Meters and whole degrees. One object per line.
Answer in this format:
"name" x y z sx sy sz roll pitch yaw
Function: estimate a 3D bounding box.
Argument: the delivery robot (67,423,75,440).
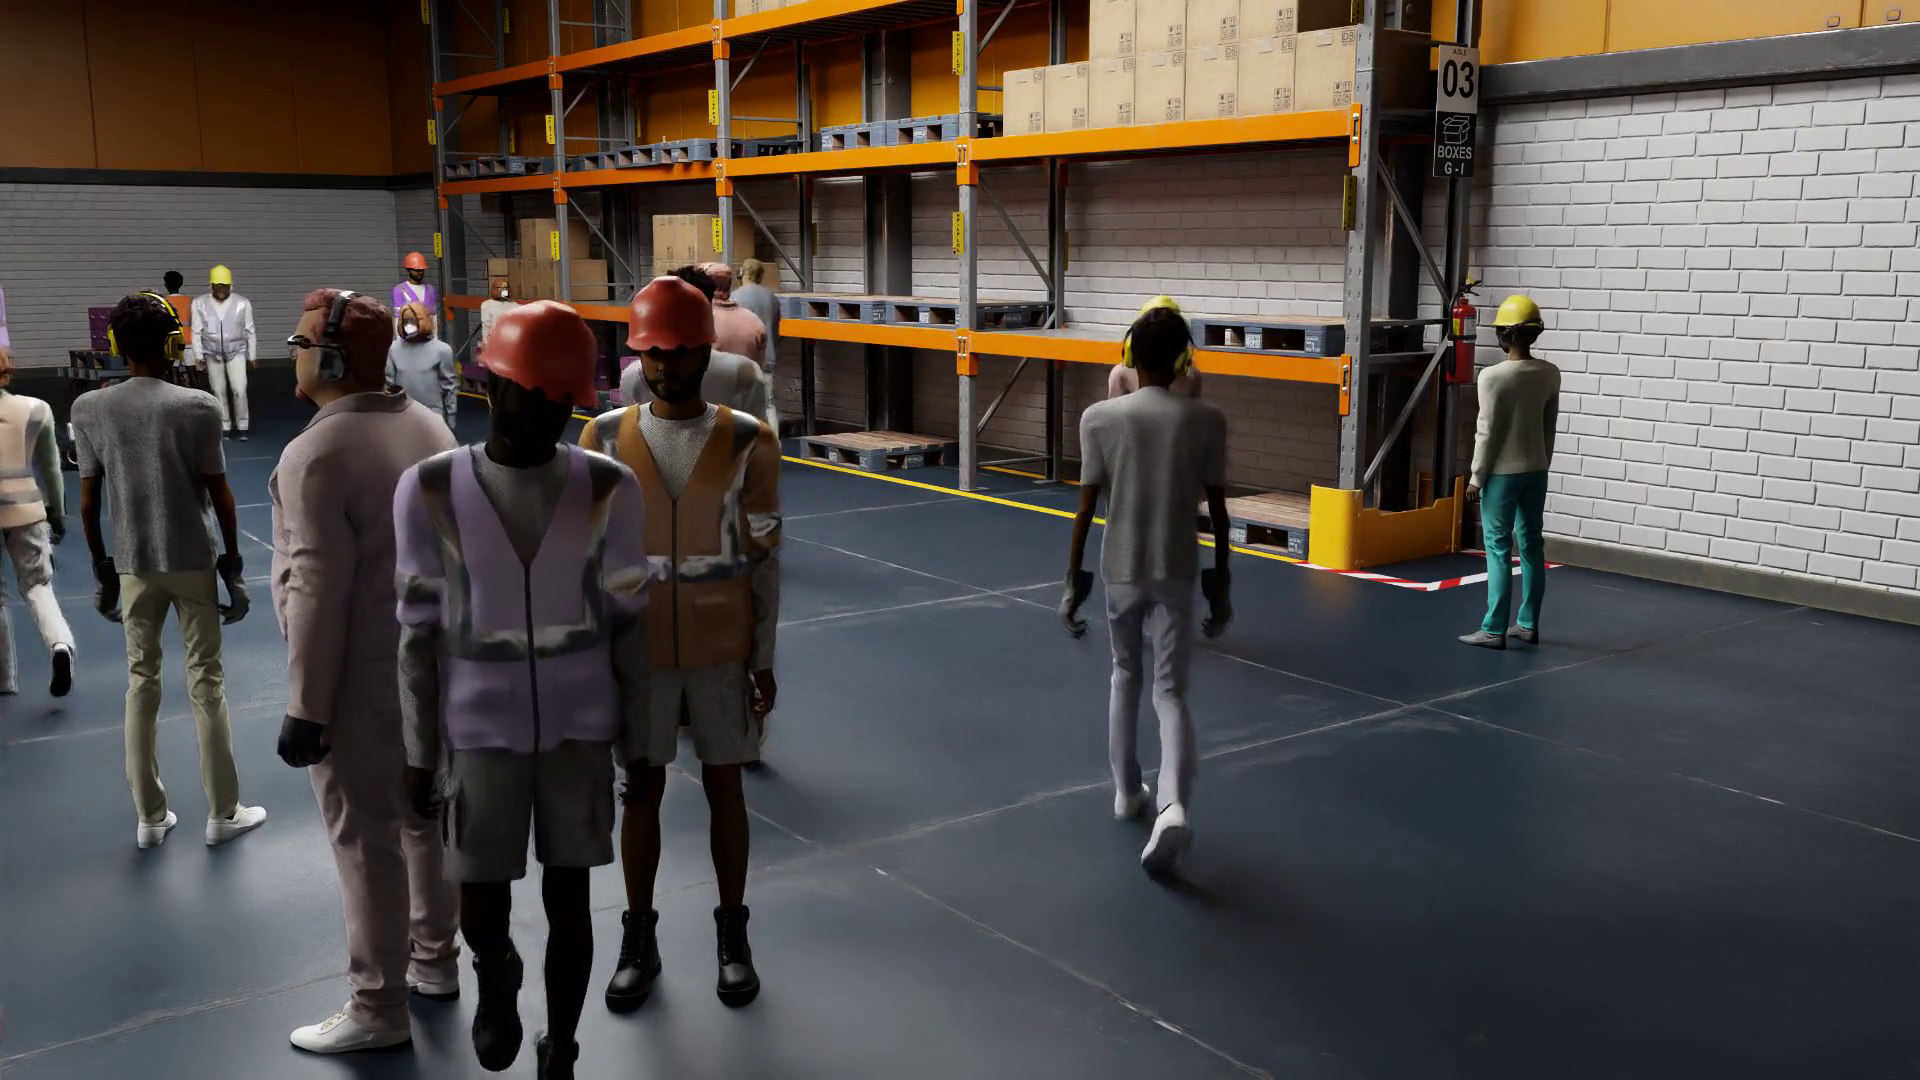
"delivery robot" -7.640 -0.969 15.015 0.707 0.478 0.477 0 10 -2

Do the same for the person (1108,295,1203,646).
"person" 0.973 -0.324 8.272 0.523 1.769 0.322 -4 11 -22

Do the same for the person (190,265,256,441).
"person" -7.501 -1.887 16.944 0.600 1.799 0.732 -4 11 -19

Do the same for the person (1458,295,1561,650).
"person" 2.751 -0.332 8.320 0.525 1.769 0.315 -5 11 -28

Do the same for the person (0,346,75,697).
"person" -4.178 -0.073 7.296 0.520 1.616 0.645 -10 14 -43

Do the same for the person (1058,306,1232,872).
"person" 0.622 0.142 5.539 0.581 1.825 0.884 2 10 8

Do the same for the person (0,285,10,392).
"person" -9.336 -1.831 15.961 0.383 2.036 0.605 -6 12 -29

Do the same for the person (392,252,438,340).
"person" -6.090 -2.265 18.714 0.411 1.929 0.547 8 13 36

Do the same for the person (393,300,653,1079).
"person" -0.973 0.414 3.757 0.548 1.906 0.509 -3 11 -18

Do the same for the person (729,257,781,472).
"person" -1.787 -1.548 14.754 0.570 1.896 0.647 9 14 41

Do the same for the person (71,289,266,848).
"person" -2.648 0.106 5.574 0.509 1.872 0.328 -1 10 -5

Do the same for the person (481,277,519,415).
"person" -5.406 -2.282 19.637 0.497 1.629 0.277 -9 13 -41

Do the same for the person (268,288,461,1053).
"person" -1.509 0.330 4.204 0.408 1.913 0.644 2 10 11

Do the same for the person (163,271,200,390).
"person" -9.291 -2.340 19.761 0.315 1.695 0.541 7 12 34

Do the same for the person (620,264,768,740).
"person" -1.030 -0.120 6.644 0.608 1.944 0.805 -5 11 -25

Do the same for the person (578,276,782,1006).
"person" -0.739 0.279 4.413 0.544 1.939 0.354 -1 10 -5

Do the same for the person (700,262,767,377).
"person" -1.498 -0.755 10.296 0.407 1.905 0.655 10 14 43

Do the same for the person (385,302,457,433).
"person" -3.793 -0.846 11.623 0.506 1.620 0.438 1 10 5
